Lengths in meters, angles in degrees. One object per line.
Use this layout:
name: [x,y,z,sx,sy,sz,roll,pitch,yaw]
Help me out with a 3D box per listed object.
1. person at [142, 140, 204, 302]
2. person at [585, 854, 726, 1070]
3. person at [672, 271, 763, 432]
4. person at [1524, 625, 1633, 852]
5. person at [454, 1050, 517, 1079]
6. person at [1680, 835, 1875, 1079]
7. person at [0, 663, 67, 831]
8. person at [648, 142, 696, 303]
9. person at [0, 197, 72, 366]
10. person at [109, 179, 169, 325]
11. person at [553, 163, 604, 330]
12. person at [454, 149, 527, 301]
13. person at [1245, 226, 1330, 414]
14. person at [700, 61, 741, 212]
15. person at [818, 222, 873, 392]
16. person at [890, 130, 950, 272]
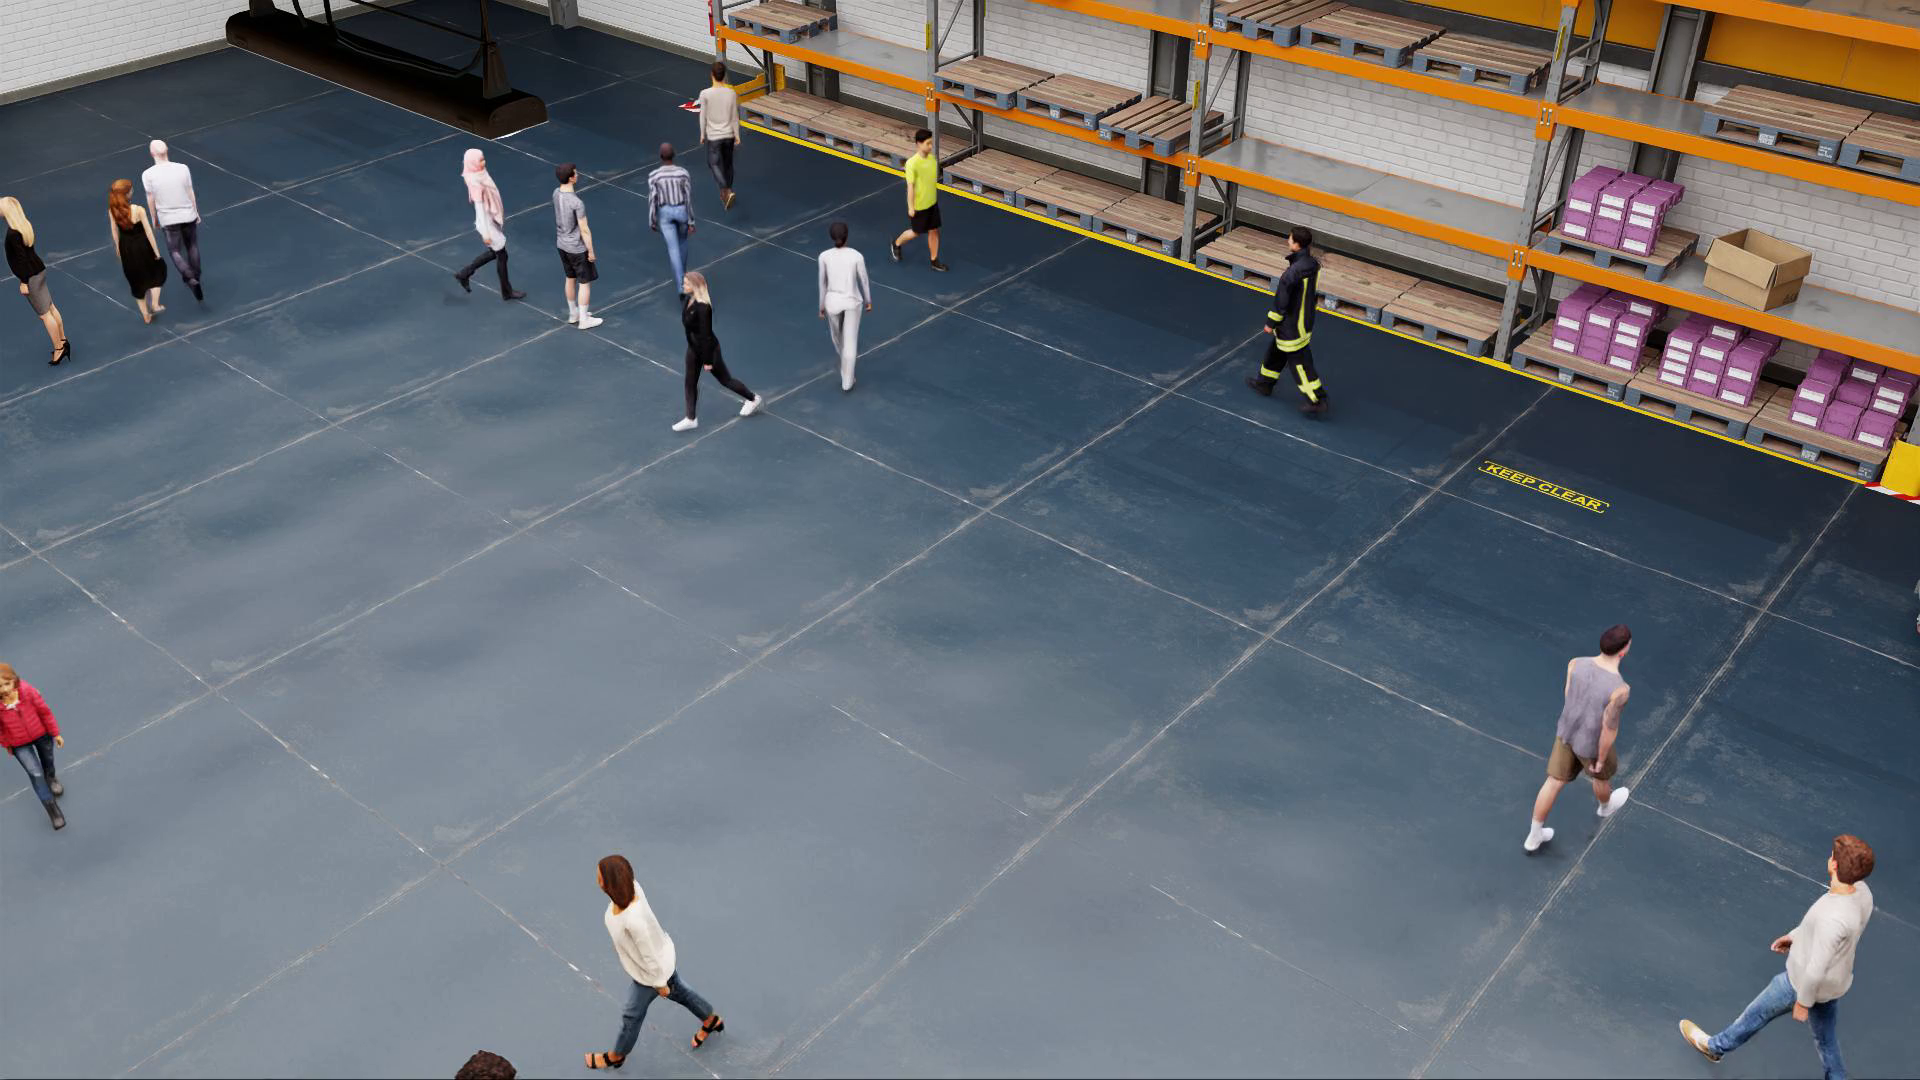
person: [-8.730,-3.554,18.596,0.820,1.809,1.130,-23,40,-30]
person: [-1.721,2.451,9.718,1.073,1.638,1.122,-13,36,-19]
person: [-2.376,-1.837,16.166,0.997,1.641,1.188,-16,37,-22]
person: [4.133,1.368,11.170,0.857,1.801,1.118,-23,40,-31]
person: [-2.275,3.240,8.400,0.720,1.784,0.716,8,34,11]
person: [4.930,2.540,9.412,1.251,1.828,0.801,27,42,34]
person: [-6.536,1.357,11.680,0.626,1.288,0.934,-23,40,-31]
person: [-3.174,-3.505,18.579,1.066,1.747,1.263,-11,35,-16]
person: [-9.619,-2.700,17.281,0.748,1.844,0.660,-8,34,-12]
person: [-8.970,-3.108,18.112,0.805,1.603,0.867,-4,34,-6]
person: [-4.191,-3.179,17.984,0.512,1.864,0.732,27,42,35]
person: [-5.330,-3.471,18.493,1.060,1.786,1.030,-5,34,-7]
person: [3.365,-2.120,16.370,1.249,1.886,0.872,20,38,27]
person: [-2.970,-4.990,20.723,0.932,1.848,1.125,-14,36,-20]
person: [-1.198,-2.333,16.866,1.137,1.692,1.105,4,34,6]
person: [-0.498,-3.946,19.297,0.966,1.687,0.622,24,41,32]
